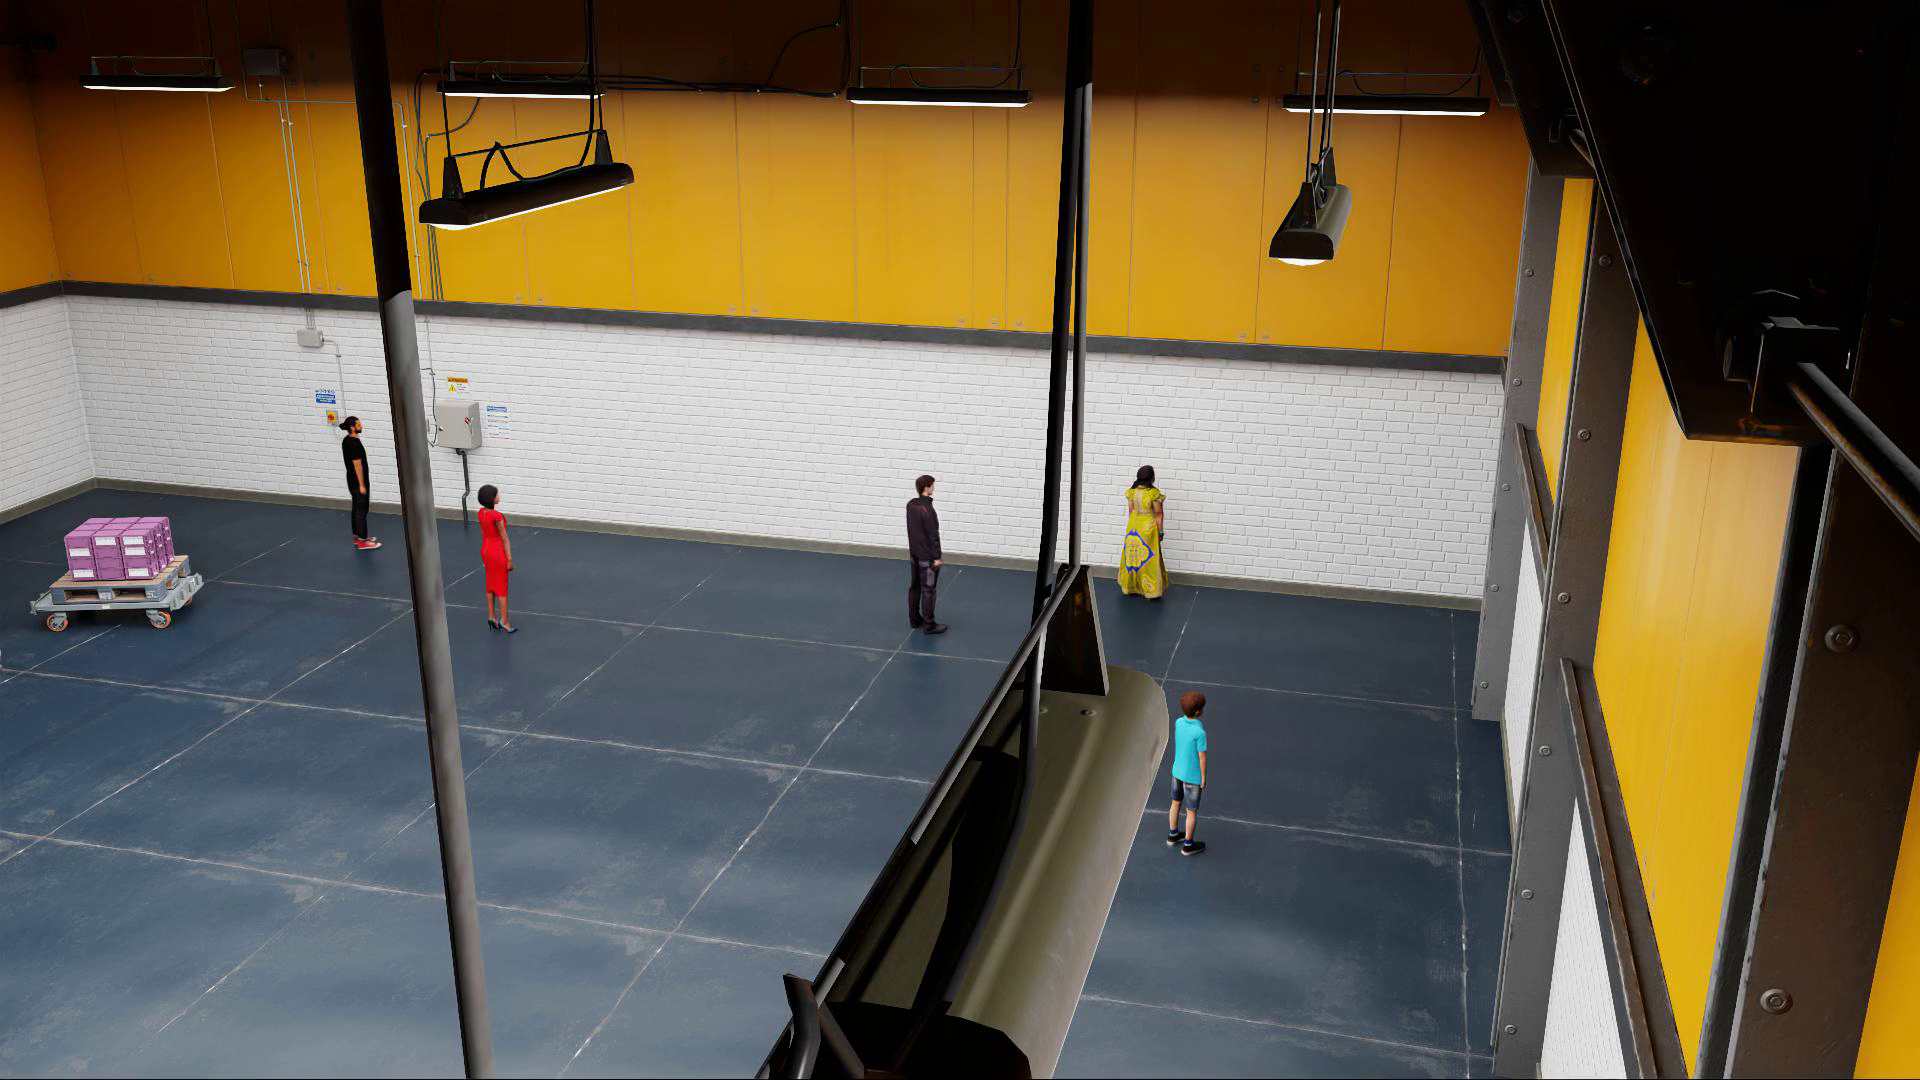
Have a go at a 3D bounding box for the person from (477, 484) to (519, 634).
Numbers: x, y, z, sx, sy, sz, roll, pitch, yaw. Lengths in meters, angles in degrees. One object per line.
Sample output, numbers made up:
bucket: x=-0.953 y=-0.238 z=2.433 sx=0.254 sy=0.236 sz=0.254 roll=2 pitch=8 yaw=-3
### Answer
person: x=-5.278 y=0.209 z=18.875 sx=0.632 sy=1.745 sz=0.617 roll=14 pitch=23 yaw=36

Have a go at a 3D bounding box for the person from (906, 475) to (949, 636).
person: x=-0.413 y=0.151 z=18.897 sx=0.826 sy=1.840 sz=0.788 roll=-12 pitch=22 yaw=-32

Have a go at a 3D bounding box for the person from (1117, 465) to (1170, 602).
person: x=2.214 y=-0.103 z=19.934 sx=0.971 sy=1.660 sz=0.946 roll=14 pitch=23 yaw=35

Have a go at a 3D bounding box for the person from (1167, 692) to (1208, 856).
person: x=1.934 y=1.957 z=14.150 sx=0.641 sy=1.448 sz=0.593 roll=-13 pitch=22 yaw=-33

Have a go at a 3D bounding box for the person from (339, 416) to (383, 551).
person: x=-7.872 y=-0.763 z=21.740 sx=0.763 sy=1.758 sz=0.699 roll=-10 pitch=21 yaw=-28
